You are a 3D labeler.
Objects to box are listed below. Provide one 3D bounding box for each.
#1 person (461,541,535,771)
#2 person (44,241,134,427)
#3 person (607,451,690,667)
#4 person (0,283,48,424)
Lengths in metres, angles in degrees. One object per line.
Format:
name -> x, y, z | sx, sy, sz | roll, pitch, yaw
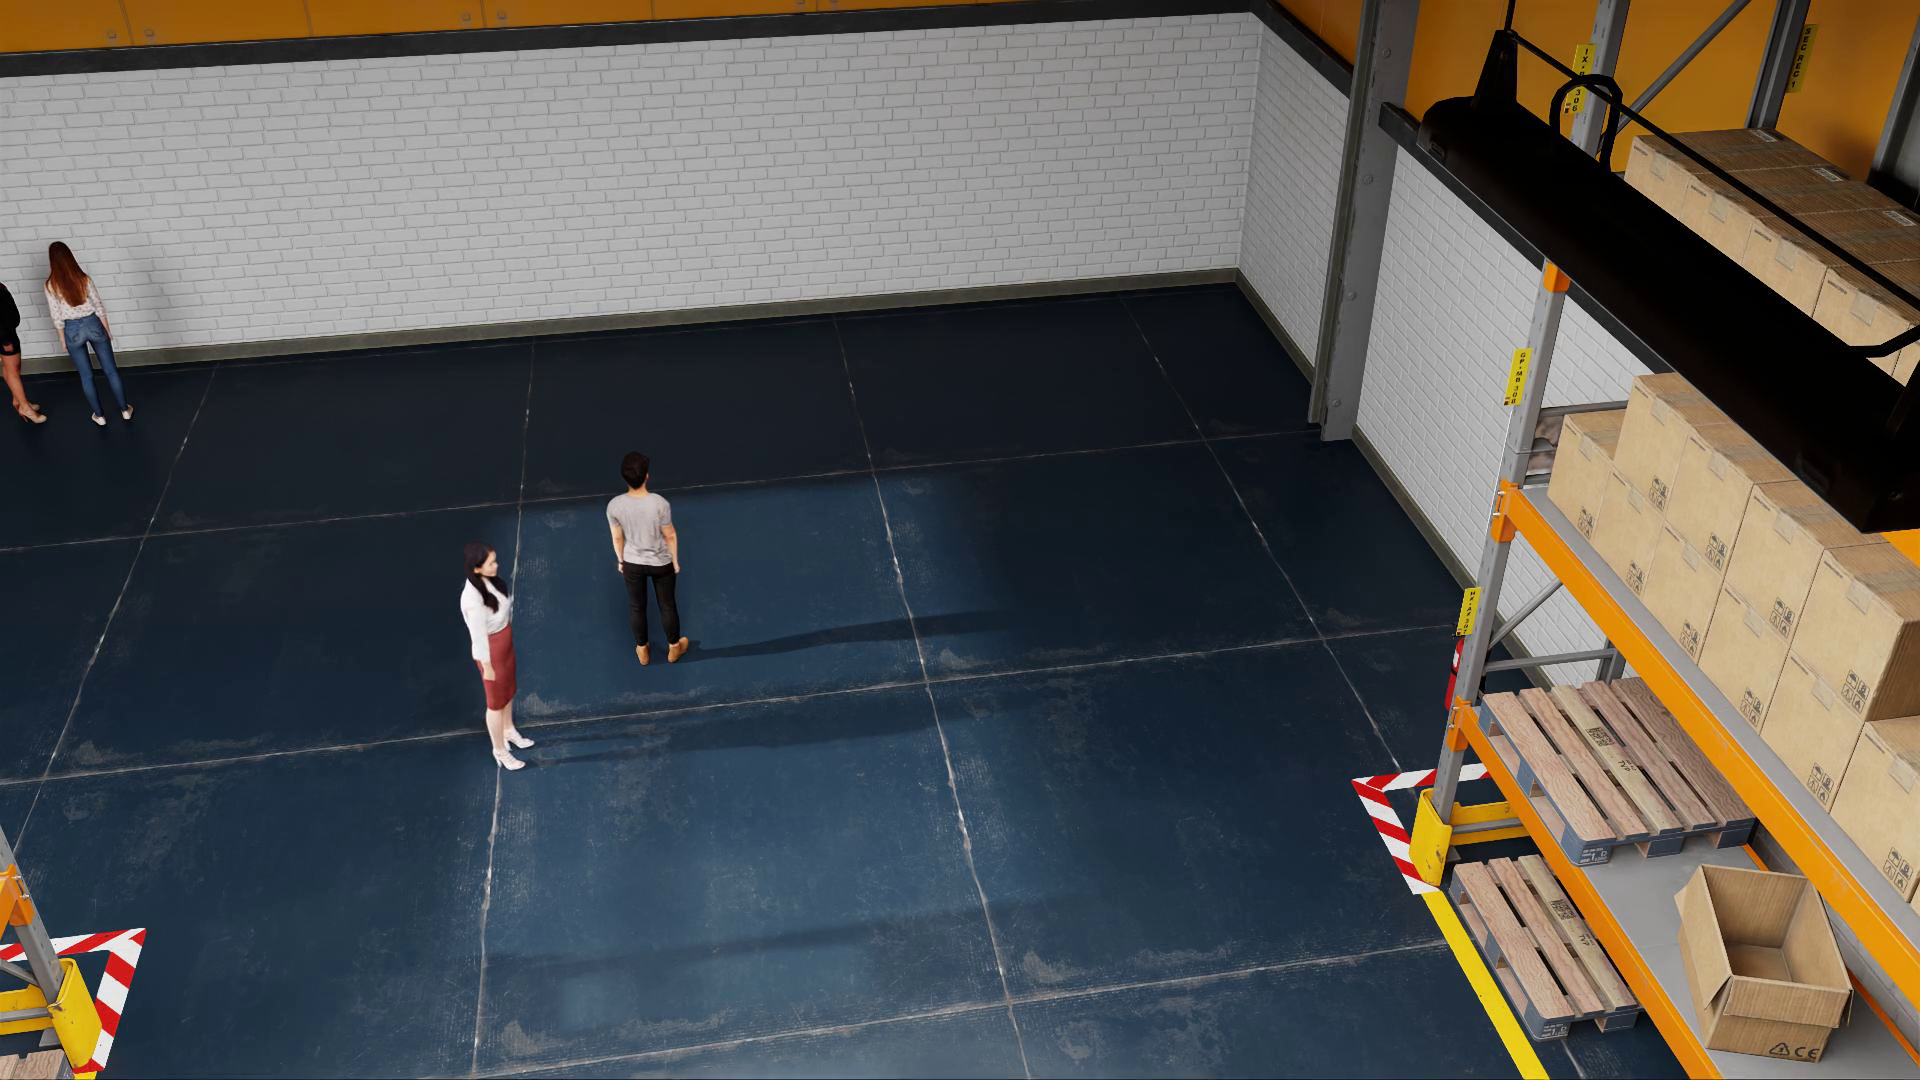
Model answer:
person -> -3.031, 0.743, 10.856 | 0.691, 1.749, 0.507 | 0, 34, -1
person -> -7.768, -1.838, 14.758 | 0.644, 1.728, 0.615 | -19, 38, -26
person -> -2.222, 0.134, 11.796 | 0.637, 1.724, 0.574 | 0, 34, -1
person -> -8.511, -1.812, 14.800 | 0.741, 1.639, 0.676 | -21, 39, -28
